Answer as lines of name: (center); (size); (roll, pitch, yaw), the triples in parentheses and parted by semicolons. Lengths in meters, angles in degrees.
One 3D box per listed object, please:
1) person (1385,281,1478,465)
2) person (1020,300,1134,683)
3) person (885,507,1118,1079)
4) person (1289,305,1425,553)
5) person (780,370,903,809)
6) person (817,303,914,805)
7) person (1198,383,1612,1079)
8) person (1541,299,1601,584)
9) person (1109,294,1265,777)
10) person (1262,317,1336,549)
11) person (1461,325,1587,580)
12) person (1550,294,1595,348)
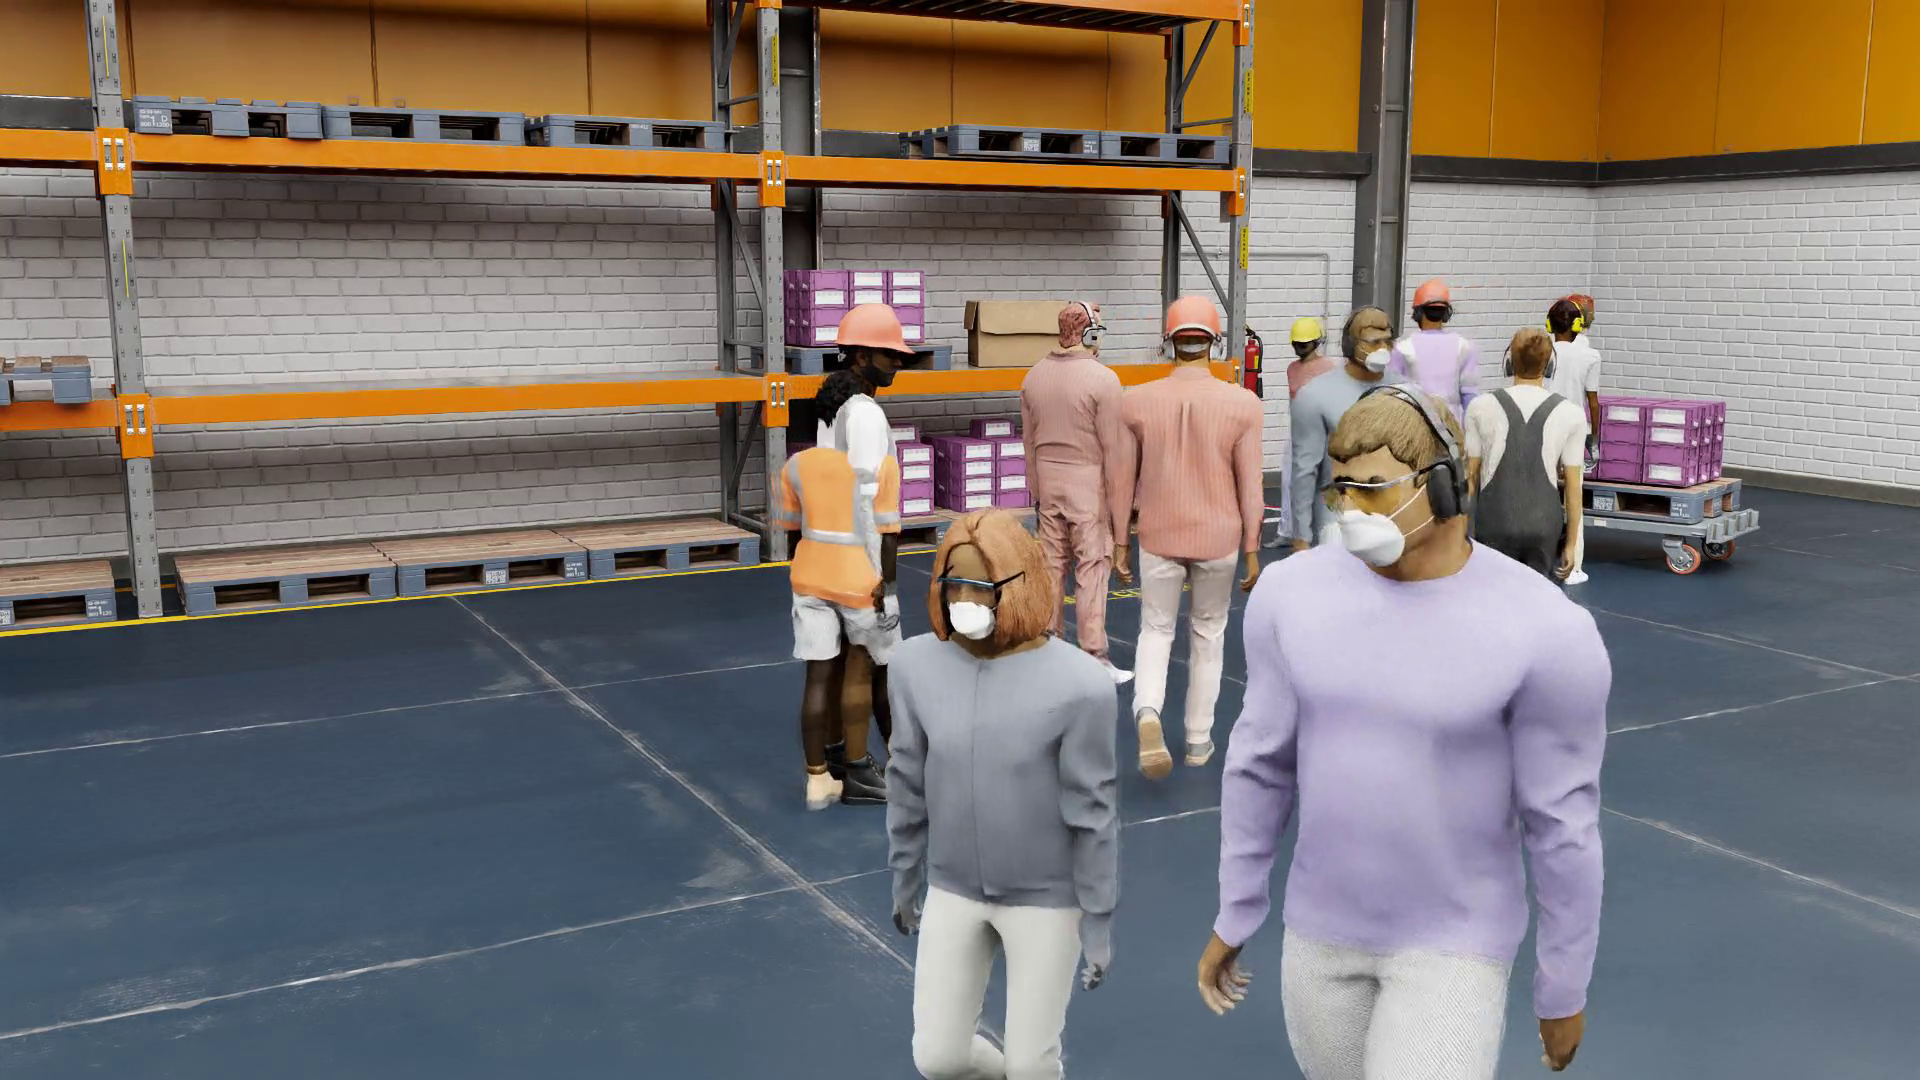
person: (3.106, -0.724, 11.113); (0.639, 1.985, 1.097); (0, 9, -2)
person: (0.601, -0.231, 8.291); (0.410, 1.909, 0.643); (-9, 13, -43)
person: (0.100, 0.718, 3.389); (0.510, 1.617, 0.451); (4, 10, 23)
person: (1.726, -0.076, 7.341); (0.643, 1.918, 0.768); (-2, 10, -14)
person: (-0.408, 0.175, 6.493); (0.552, 1.669, 0.697); (4, 10, 25)
person: (-0.369, 0.054, 6.470); (0.375, 1.934, 0.548); (-3, 10, -20)
person: (0.805, 0.669, 2.908); (0.635, 1.903, 0.886); (8, 12, 40)
person: (3.930, -0.634, 10.909); (0.517, 1.857, 0.327); (4, 10, 25)
person: (0.907, -0.002, 6.711); (0.624, 1.970, 0.772); (2, 10, 14)
person: (2.666, -0.801, 12.347); (0.892, 1.714, 0.529); (-6, 11, -33)
person: (2.414, -0.009, 7.199); (0.537, 1.824, 0.644); (2, 10, 14)
person: (4.976, -1.047, 13.434); (0.792, 1.855, 0.577); (0, 9, 2)
